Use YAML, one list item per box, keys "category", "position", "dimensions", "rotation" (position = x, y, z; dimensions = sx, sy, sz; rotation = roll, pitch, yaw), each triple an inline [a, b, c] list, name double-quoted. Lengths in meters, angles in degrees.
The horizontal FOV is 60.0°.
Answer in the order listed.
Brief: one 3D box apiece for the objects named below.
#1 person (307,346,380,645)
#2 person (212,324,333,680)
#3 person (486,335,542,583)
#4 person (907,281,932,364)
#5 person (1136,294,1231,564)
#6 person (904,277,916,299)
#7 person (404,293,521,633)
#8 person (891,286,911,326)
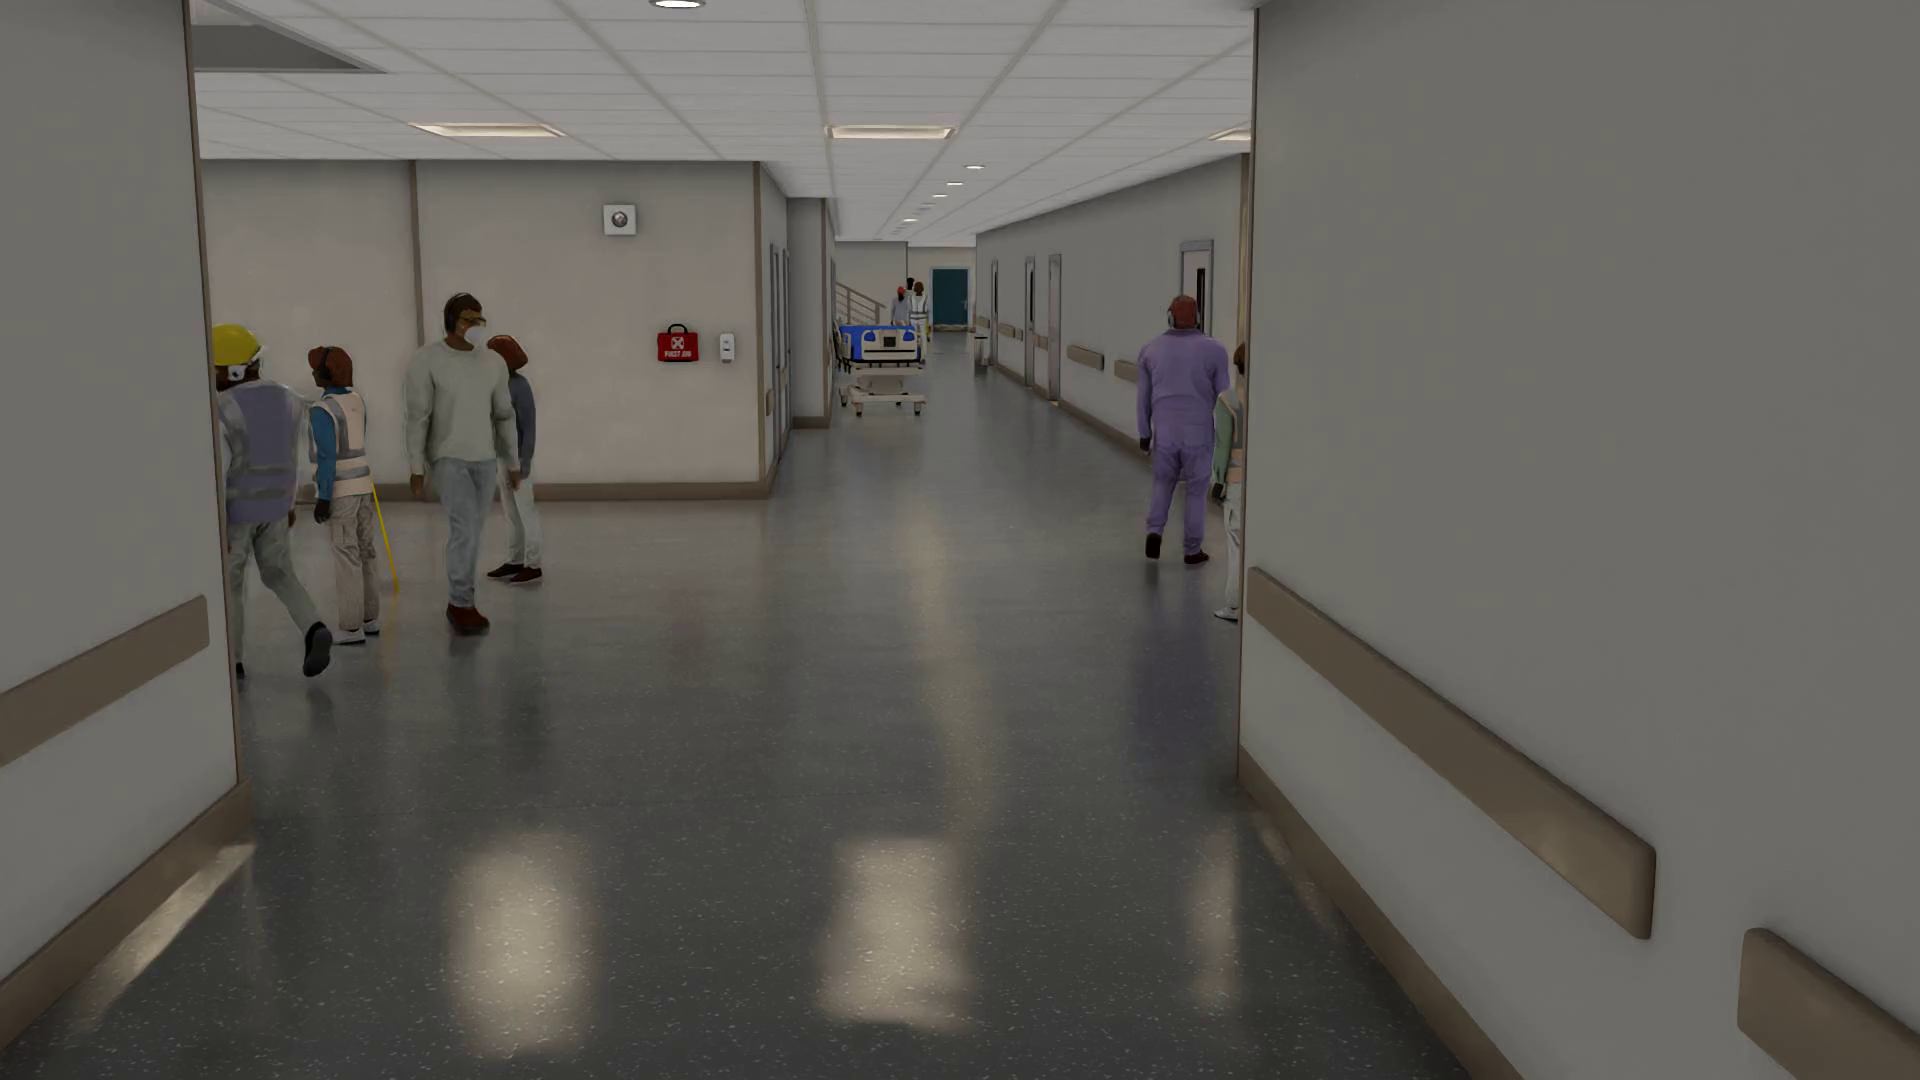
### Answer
- category: "person"
  position: [-3.392, -0.243, 9.134]
  dimensions: [0.314, 1.641, 0.515]
  rotation: [1, 9, 5]
- category: "person"
  position: [-3.481, -0.168, 8.201]
  dimensions: [0.738, 1.786, 0.604]
  rotation: [5, 11, 31]
- category: "person"
  position: [-2.961, -0.533, 10.980]
  dimensions: [0.284, 1.631, 0.502]
  rotation: [-7, 12, -39]
- category: "person"
  position: [-0.941, -4.933, 37.832]
  dimensions: [0.583, 1.881, 0.375]
  rotation: [2, 9, 14]
- category: "person"
  position: [1.573, -0.760, 11.620]
  dimensions: [0.667, 1.895, 0.419]
  rotation: [4, 10, 24]
- category: "person"
  position: [-1.472, -6.695, 48.648]
  dimensions: [0.604, 1.959, 0.378]
  rotation: [-7, 11, -36]
- category: "person"
  position: [-2.775, -0.425, 9.394]
  dimensions: [0.579, 1.917, 0.657]
  rotation: [7, 11, 37]
- category: "person"
  position: [-1.521, -5.835, 43.933]
  dimensions: [0.563, 1.733, 0.668]
  rotation: [3, 10, 20]
